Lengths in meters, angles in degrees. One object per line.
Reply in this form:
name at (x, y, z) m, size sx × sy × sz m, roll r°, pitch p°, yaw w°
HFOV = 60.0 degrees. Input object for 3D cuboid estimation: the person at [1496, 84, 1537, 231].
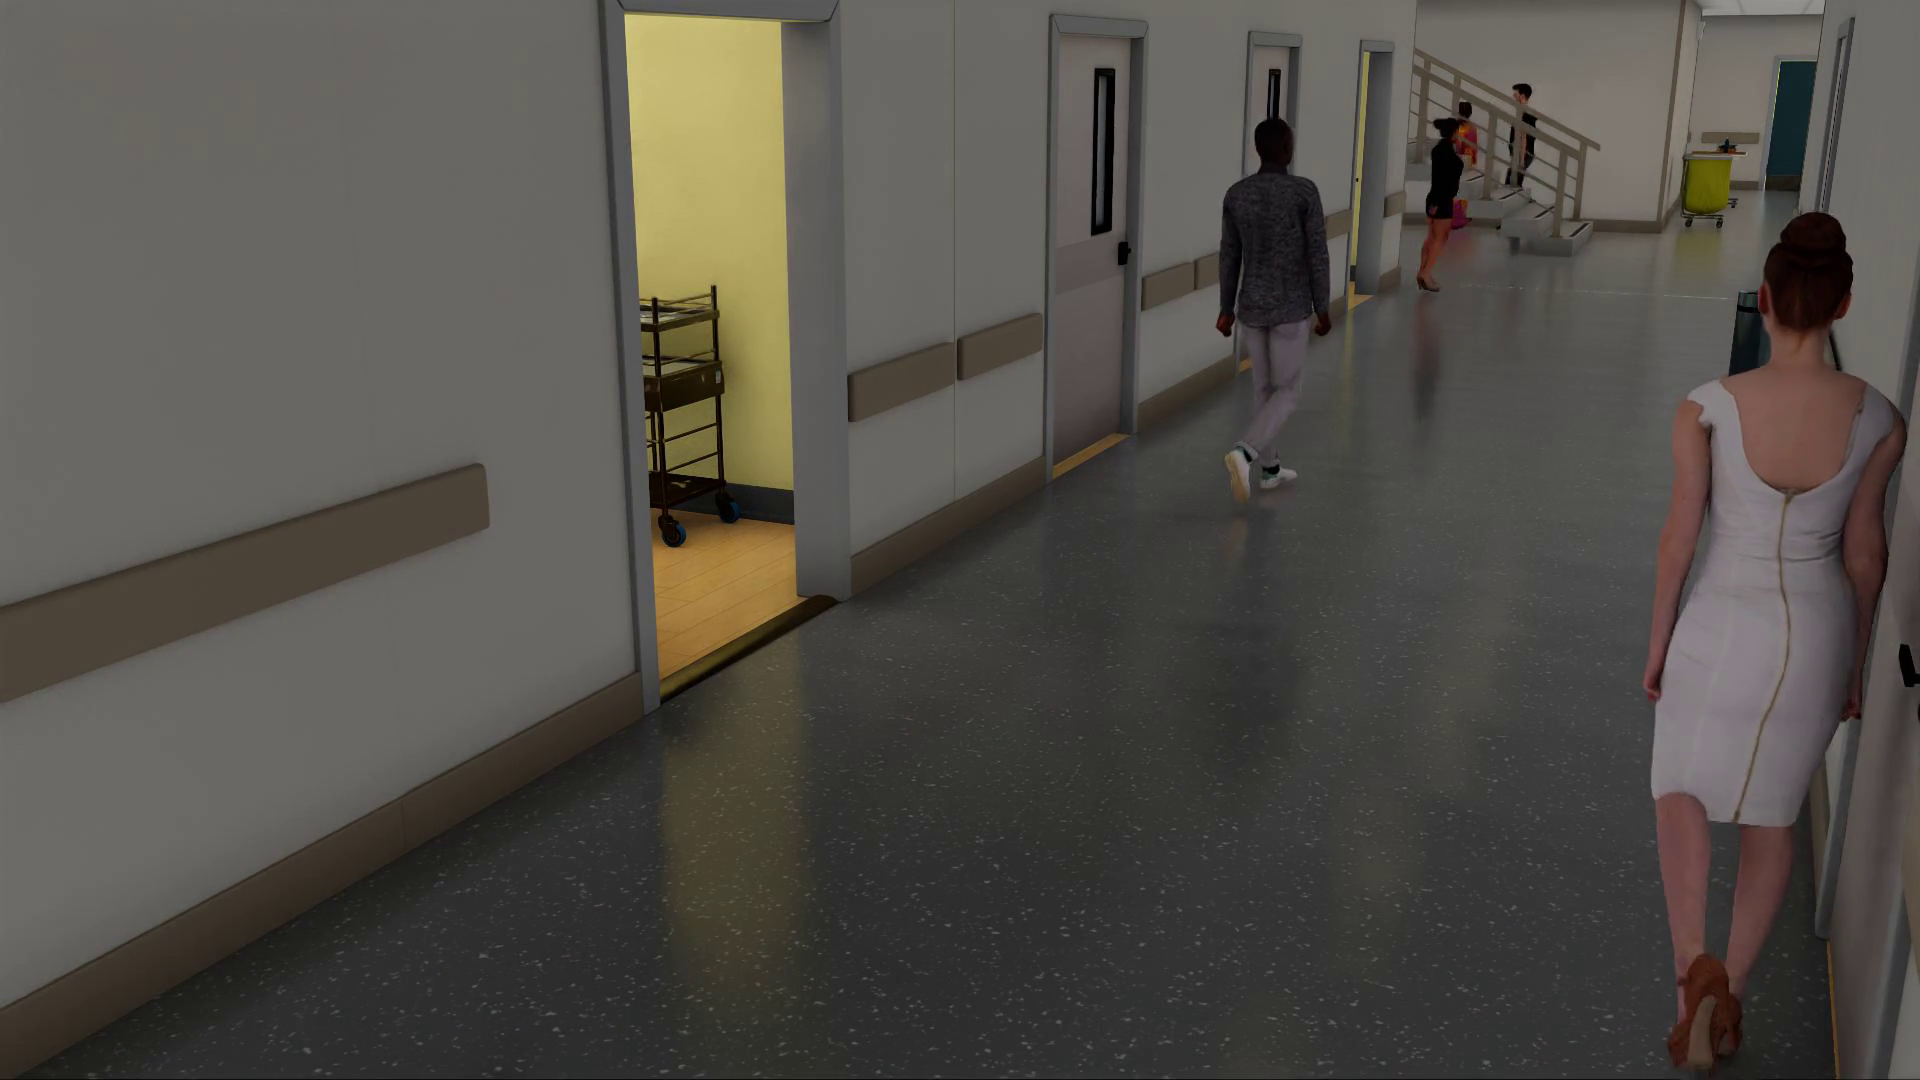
person at (7.381, -4.946, 21.603) m, size 0.833 × 1.880 × 0.662 m, roll 7°, pitch 17°, yaw 23°

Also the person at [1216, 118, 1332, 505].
person at (1.469, -1.077, 7.999) m, size 1.062 × 1.816 × 0.906 m, roll 12°, pitch 19°, yaw 35°

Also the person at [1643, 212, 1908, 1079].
person at (1.552, 0.287, 3.220) m, size 0.734 × 1.784 × 0.655 m, roll 6°, pitch 17°, yaw 20°

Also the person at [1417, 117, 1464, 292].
person at (4.492, -3.146, 15.714) m, size 0.770 × 1.611 × 0.782 m, roll 4°, pitch 16°, yaw 14°
